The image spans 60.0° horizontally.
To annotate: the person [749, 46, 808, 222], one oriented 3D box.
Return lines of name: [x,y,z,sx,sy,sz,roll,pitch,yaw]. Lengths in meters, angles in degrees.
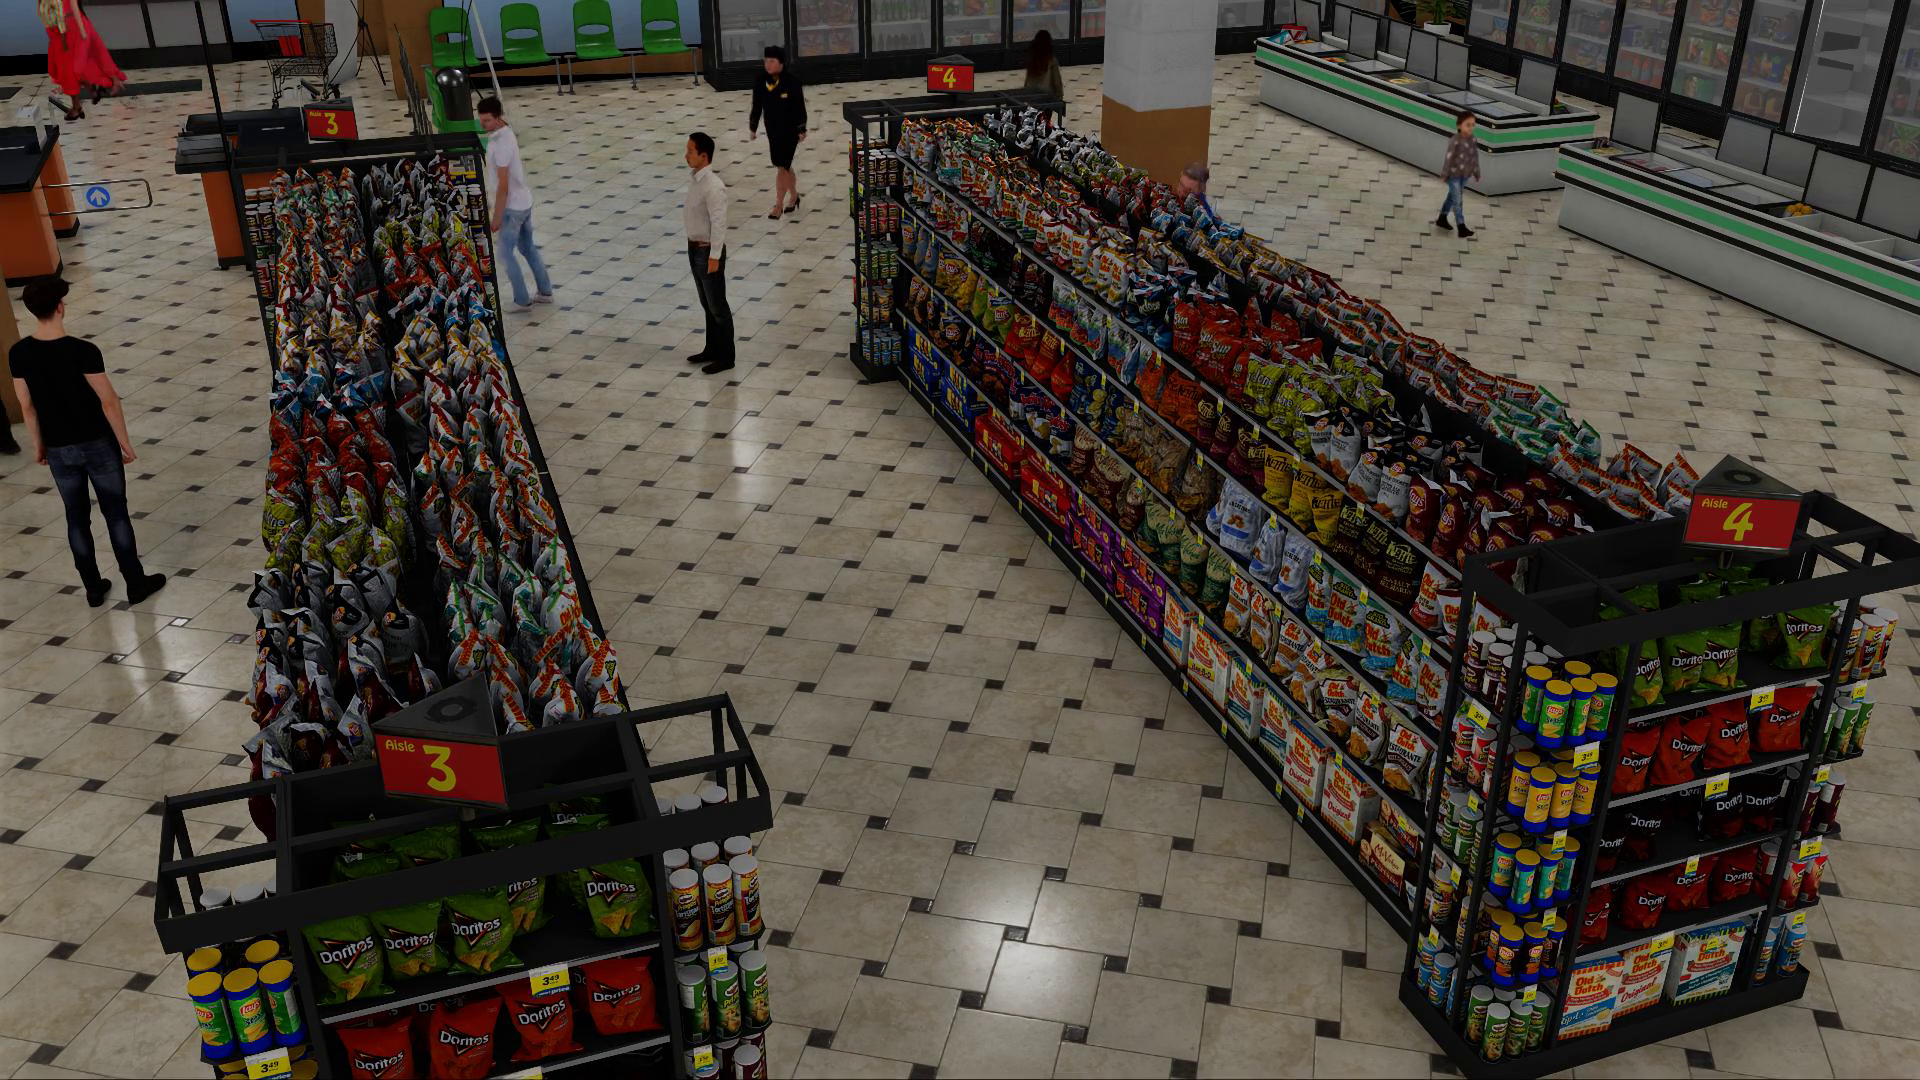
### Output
person: [-1.698,-3.991,16.308,1.045,1.641,1.093,13,30,24]

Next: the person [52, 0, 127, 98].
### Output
person: [-11.066,-6.455,21.131,0.703,1.674,1.068,-13,30,-24]

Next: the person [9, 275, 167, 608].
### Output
person: [-4.869,-0.526,9.195,0.734,1.895,0.645,-3,27,-5]

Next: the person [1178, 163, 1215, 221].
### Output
person: [1.634,-1.851,11.917,0.966,1.796,0.724,7,28,14]

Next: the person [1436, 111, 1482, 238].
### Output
person: [4.726,-3.498,15.860,0.524,1.167,0.804,-11,29,-21]

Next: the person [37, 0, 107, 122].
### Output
person: [-10.754,-5.983,20.081,0.867,1.782,0.854,23,35,37]

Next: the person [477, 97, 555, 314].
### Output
person: [-3.603,-2.704,13.585,0.834,1.809,0.693,1,27,2]

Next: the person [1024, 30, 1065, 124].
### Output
person: [0.857,-4.705,17.938,1.021,1.441,0.951,22,34,36]

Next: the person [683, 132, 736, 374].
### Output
person: [-1.890,-2.166,12.521,0.746,1.811,0.545,-14,30,-25]
